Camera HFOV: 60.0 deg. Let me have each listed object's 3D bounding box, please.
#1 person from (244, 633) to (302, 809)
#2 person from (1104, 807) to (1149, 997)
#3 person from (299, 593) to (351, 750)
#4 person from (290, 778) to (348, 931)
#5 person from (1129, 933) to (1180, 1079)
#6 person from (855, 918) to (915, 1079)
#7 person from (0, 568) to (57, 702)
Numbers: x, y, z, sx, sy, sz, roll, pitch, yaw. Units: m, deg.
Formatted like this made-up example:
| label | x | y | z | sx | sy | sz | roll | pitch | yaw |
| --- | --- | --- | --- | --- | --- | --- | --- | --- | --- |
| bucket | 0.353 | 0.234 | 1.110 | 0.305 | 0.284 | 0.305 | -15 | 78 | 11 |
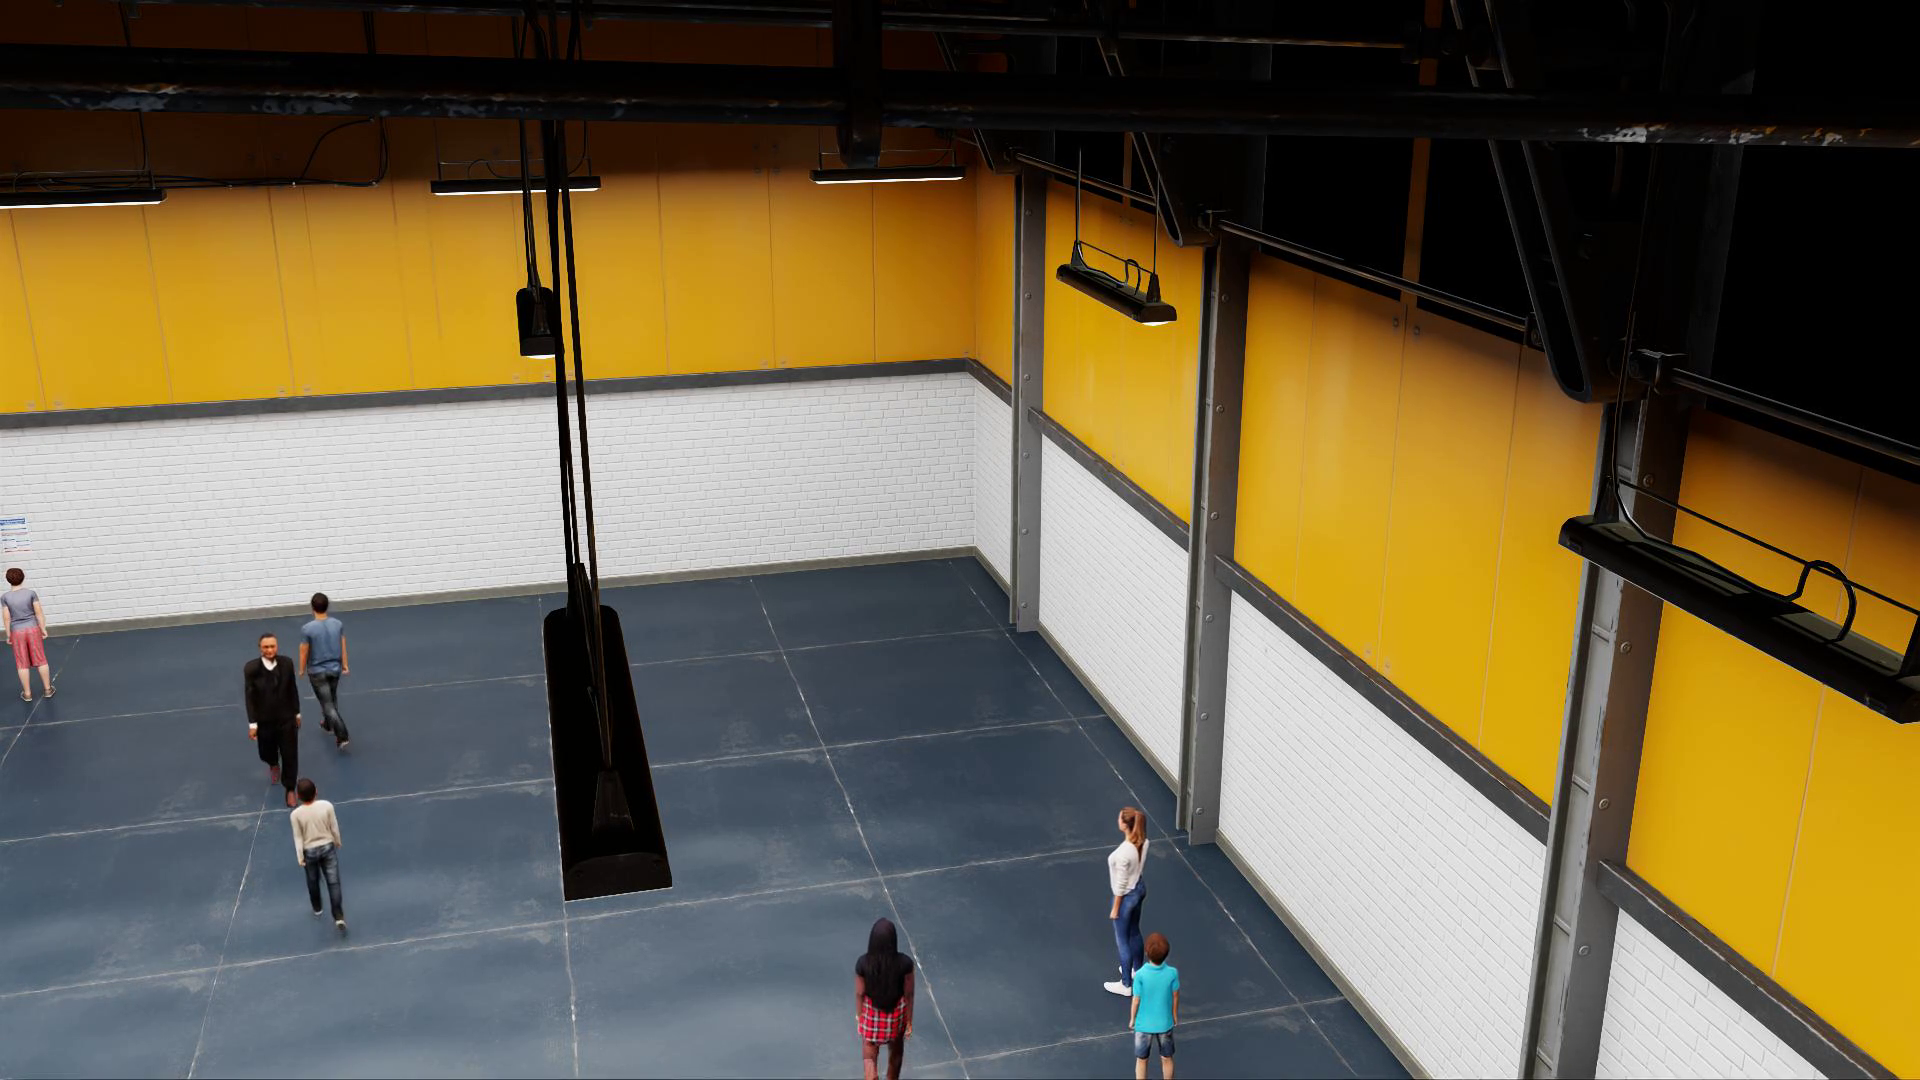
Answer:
| label | x | y | z | sx | sy | sz | roll | pitch | yaw |
| --- | --- | --- | --- | --- | --- | --- | --- | --- | --- |
| person | -7.224 | 1.848 | 17.509 | 0.835 | 1.894 | 1.107 | -10 | 21 | -26 |
| person | 1.438 | 3.060 | 14.182 | 0.731 | 1.719 | 0.682 | 12 | 22 | 31 |
| person | -7.120 | 1.501 | 18.723 | 1.235 | 1.775 | 1.047 | 16 | 25 | 40 |
| person | -5.828 | 2.874 | 15.166 | 0.678 | 1.443 | 1.025 | -9 | 20 | -24 |
| person | 1.494 | 3.678 | 12.772 | 0.539 | 1.448 | 0.495 | -3 | 19 | -8 |
| person | -0.561 | 3.650 | 12.449 | 0.719 | 1.707 | 1.049 | -1 | 19 | -3 |
| person | -11.257 | 1.126 | 20.032 | 0.648 | 1.650 | 0.607 | -11 | 21 | -29 |
